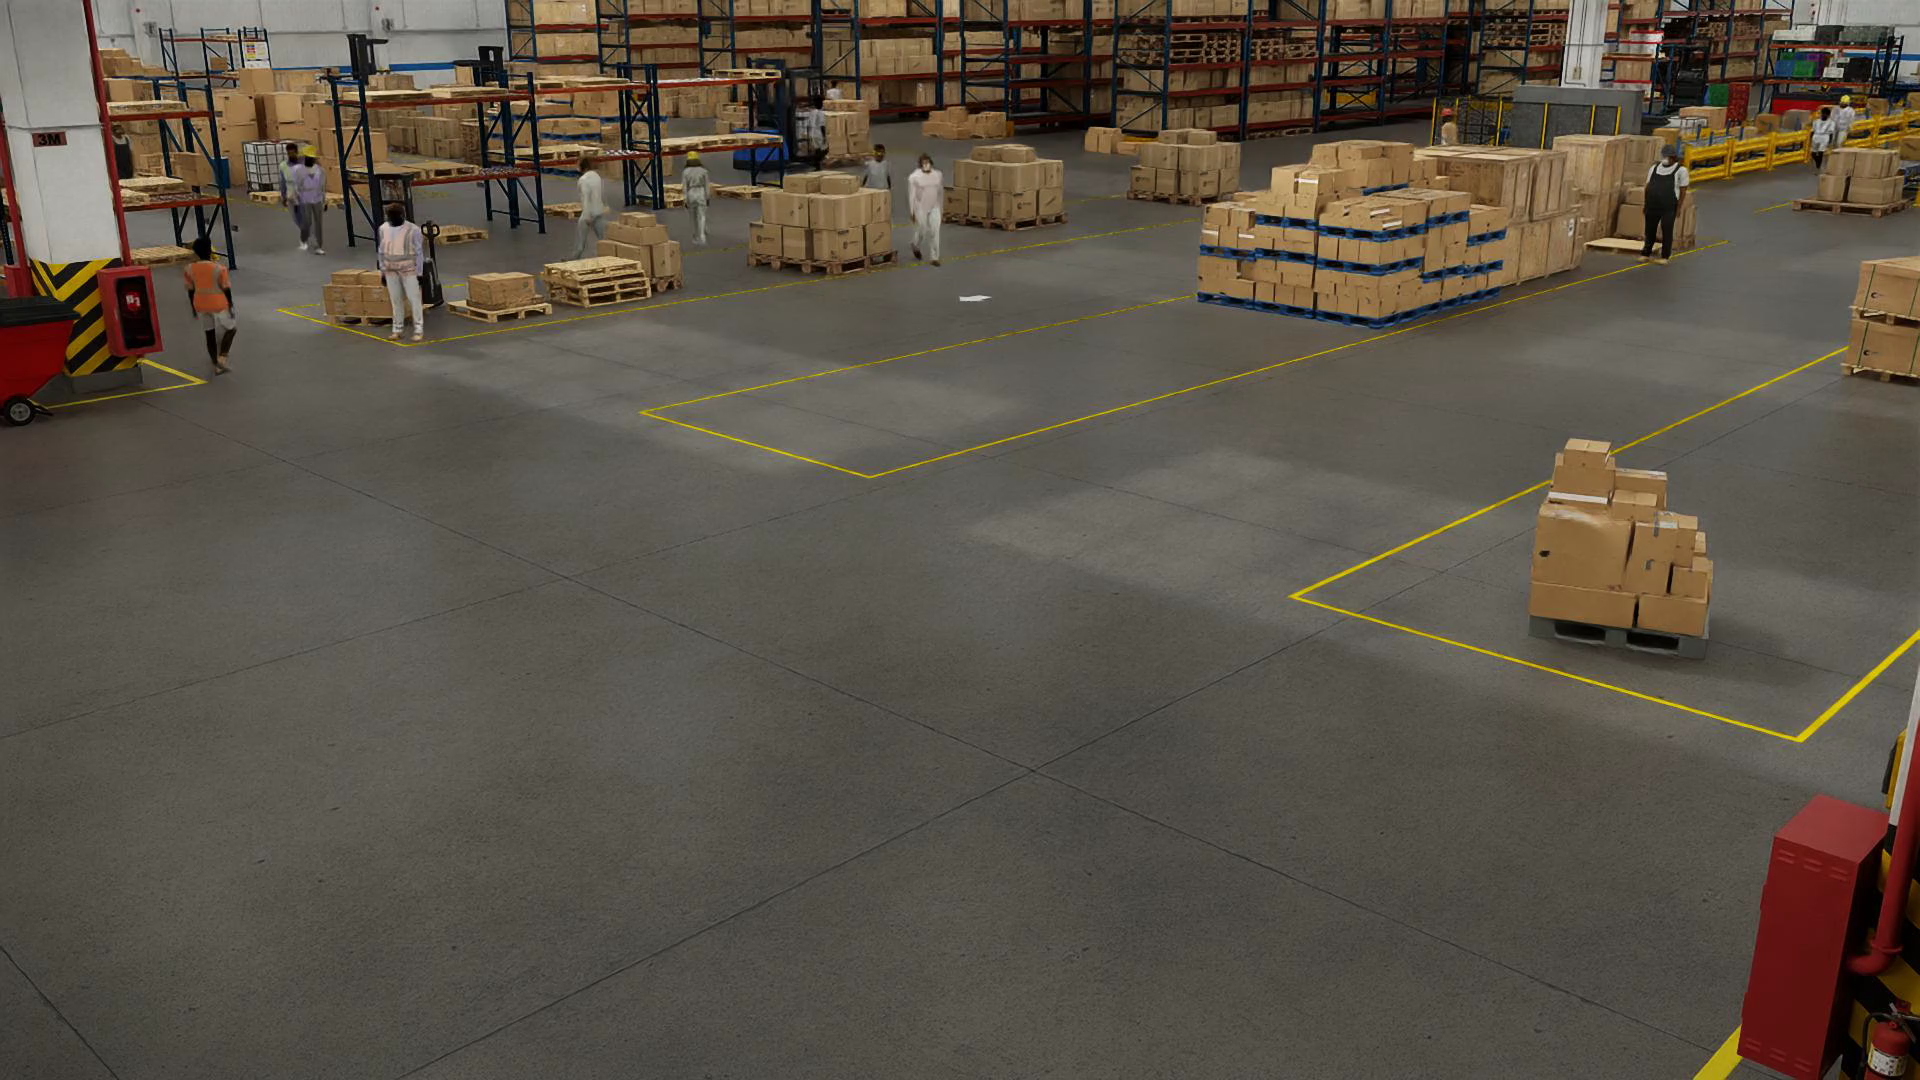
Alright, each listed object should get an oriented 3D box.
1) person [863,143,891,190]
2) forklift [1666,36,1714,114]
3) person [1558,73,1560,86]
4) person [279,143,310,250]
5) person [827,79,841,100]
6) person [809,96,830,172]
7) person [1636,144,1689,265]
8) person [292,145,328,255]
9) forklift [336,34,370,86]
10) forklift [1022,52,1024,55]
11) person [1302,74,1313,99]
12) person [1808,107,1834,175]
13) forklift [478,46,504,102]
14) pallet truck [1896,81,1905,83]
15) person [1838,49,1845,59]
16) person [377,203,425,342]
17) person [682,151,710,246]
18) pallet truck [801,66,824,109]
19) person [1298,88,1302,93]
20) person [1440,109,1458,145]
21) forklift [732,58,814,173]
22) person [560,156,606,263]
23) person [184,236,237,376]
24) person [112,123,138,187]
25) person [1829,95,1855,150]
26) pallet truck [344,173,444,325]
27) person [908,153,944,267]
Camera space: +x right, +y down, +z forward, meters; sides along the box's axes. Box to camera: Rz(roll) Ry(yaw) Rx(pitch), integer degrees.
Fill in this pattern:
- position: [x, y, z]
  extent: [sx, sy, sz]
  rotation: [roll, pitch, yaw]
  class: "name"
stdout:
- position: [-1.571, -6.458, 30.903]
  extent: [0.574, 1.829, 0.802]
  rotation: [-6, 19, -19]
  class: "person"
- position: [27.341, -17.291, 61.877]
  extent: [1.129, 2.768, 1.873]
  rotation: [17, 25, 41]
  class: "forklift"
- position: [21.952, -16.390, 60.658]
  extent: [0.546, 1.921, 0.661]
  rotation: [-7, 19, -19]
  class: "person"
- position: [-11.994, -6.249, 30.167]
  extent: [0.603, 1.885, 0.777]
  rotation: [0, 18, 1]
  class: "person"
- position: [-3.892, -13.409, 51.792]
  extent: [0.528, 1.858, 0.531]
  rotation: [-10, 21, -28]
  class: "person"
- position: [-3.561, -10.243, 42.094]
  extent: [0.423, 1.946, 0.630]
  rotation: [-13, 22, -34]
  class: "person"
- position: [11.933, -5.707, 28.287]
  extent: [0.535, 2.000, 0.687]
  rotation: [-17, 25, -41]
  class: "person"
- position: [-11.505, -6.021, 29.453]
  extent: [0.620, 1.900, 0.533]
  rotation: [-17, 25, -41]
  class: "person"
- position: [-23.429, -18.309, 64.943]
  extent: [1.129, 2.768, 1.873]
  rotation: [17, 25, 41]
  class: "forklift"
- position: [2.728, -22.083, 76.314]
  extent: [1.873, 2.768, 1.129]
  rotation: [3, 19, 9]
  class: "forklift"
- position: [12.138, -15.450, 58.214]
  extent: [0.538, 1.673, 0.721]
  rotation: [17, 25, 42]
  class: "person"
- position: [21.791, -10.097, 42.063]
  extent: [0.594, 1.681, 0.543]
  rotation: [-16, 24, -40]
  class: "person"
- position: [-14.397, -13.832, 51.456]
  extent: [1.129, 2.768, 1.873]
  rotation: [17, 25, 41]
  class: "forklift"
- position: [34.802, -16.331, 61.455]
  extent: [0.653, 1.274, 1.630]
  rotation: [17, 25, 41]
  class: "pallet truck"
- position: [41.375, -22.277, 78.300]
  extent: [0.412, 1.982, 0.700]
  rotation: [11, 21, 30]
  class: "person"
- position: [-7.442, -3.555, 22.135]
  extent: [0.644, 1.835, 0.430]
  rotation: [3, 19, 8]
  class: "person"
- position: [-4.812, -6.239, 30.416]
  extent: [0.492, 1.713, 0.718]
  rotation: [-4, 19, -13]
  class: "person"
- position: [-4.812, -15.182, 56.903]
  extent: [0.823, 1.965, 1.885]
  rotation: [-9, 21, -26]
  class: "pallet truck"
- position: [13.177, -17.267, 63.672]
  extent: [0.549, 1.675, 0.573]
  rotation: [2, 18, 5]
  class: "person"
- position: [11.236, -8.946, 38.307]
  extent: [0.681, 1.888, 0.543]
  rotation: [15, 24, 38]
  class: "person"
- position: [-4.871, -10.950, 42.772]
  extent: [1.129, 2.768, 1.873]
  rotation: [17, 25, 41]
  class: "forklift"
- position: [-6.204, -5.407, 27.606]
  extent: [0.981, 1.891, 0.647]
  rotation: [6, 19, 19]
  class: "person"
- position: [-9.056, -2.822, 20.127]
  extent: [0.552, 1.687, 0.350]
  rotation: [0, 18, 0]
  class: "person"
- position: [-17.767, -7.929, 35.318]
  extent: [0.430, 1.832, 0.507]
  rotation: [17, 25, 41]
  class: "person"
- position: [23.765, -11.098, 44.890]
  extent: [0.595, 1.810, 0.674]
  rotation: [17, 25, 41]
  class: "person"
- position: [-8.209, -4.181, 23.757]
  extent: [0.823, 1.965, 1.885]
  rotation: [3, 19, 9]
  class: "pallet truck"
- position: [-0.602, -5.616, 28.227]
  extent: [0.634, 1.911, 0.743]
  rotation: [-9, 20, -25]
  class: "person"
